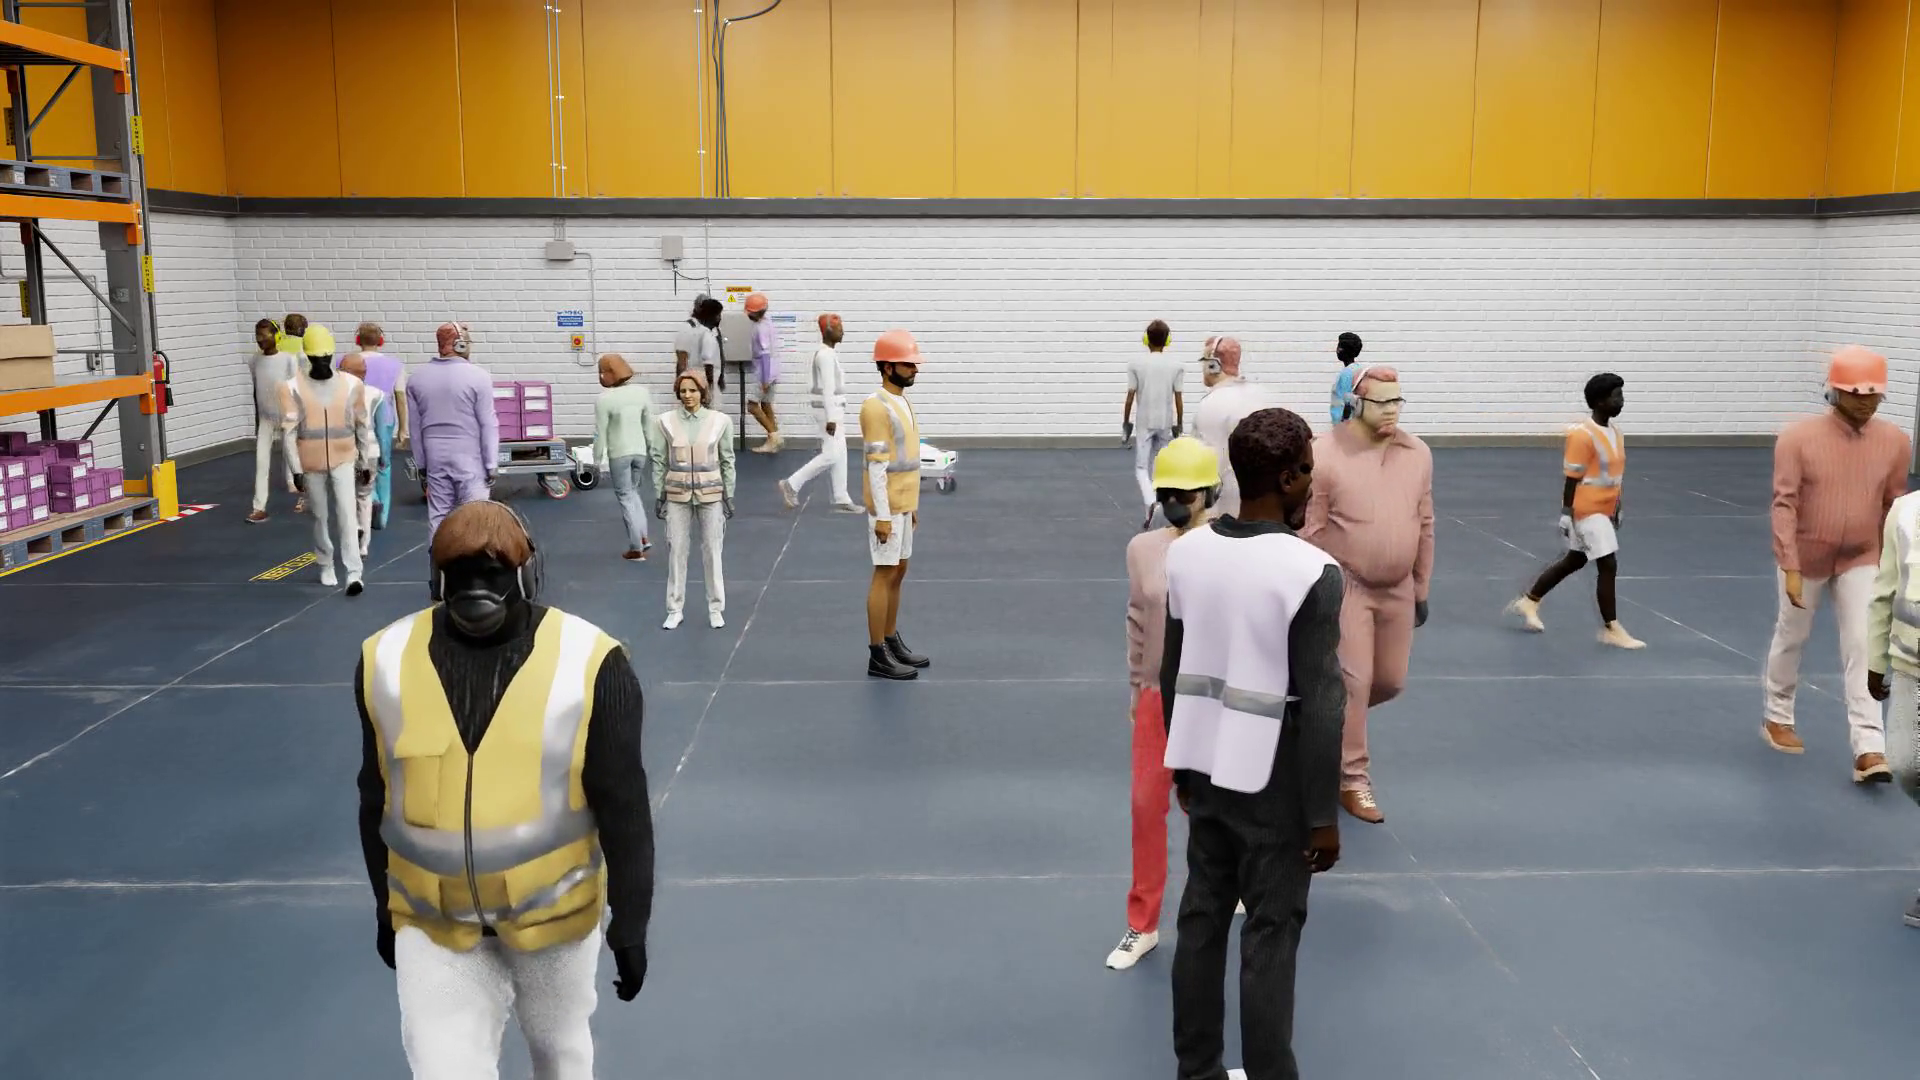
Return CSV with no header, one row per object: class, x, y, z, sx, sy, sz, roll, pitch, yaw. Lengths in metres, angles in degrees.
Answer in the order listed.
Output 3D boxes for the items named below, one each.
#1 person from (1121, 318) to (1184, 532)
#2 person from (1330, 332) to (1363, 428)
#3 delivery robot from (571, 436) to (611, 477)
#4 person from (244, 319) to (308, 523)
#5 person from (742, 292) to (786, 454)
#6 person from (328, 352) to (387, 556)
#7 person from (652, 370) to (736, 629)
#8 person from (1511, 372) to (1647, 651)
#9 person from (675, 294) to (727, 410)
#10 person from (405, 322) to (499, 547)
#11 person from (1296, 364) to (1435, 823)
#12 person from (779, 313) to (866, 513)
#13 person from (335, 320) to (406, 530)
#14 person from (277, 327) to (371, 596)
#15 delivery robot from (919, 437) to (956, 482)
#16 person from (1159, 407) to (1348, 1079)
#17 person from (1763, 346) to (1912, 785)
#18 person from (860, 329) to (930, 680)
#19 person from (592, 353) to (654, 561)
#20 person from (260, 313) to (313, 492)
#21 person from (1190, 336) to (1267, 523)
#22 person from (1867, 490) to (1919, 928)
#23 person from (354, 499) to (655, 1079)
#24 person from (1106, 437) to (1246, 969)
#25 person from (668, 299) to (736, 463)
person,1.653,-0.959,14.188,0.530,1.848,0.721,-1,9,-6
person,3.522,-1.038,15.125,0.320,1.698,0.531,3,10,20
delivery robot,-3.661,-0.862,17.255,0.707,0.478,0.477,-3,10,-16
person,-6.203,-1.095,15.113,0.540,1.823,0.971,1,9,8
person,-2.381,-1.993,20.097,0.445,1.998,0.653,0,9,2
person,-4.707,-0.647,12.979,0.519,1.623,0.485,-7,11,-35
person,-1.670,-0.251,10.475,0.518,1.639,0.312,-1,9,-4
person,3.769,-0.195,10.094,0.840,1.666,0.530,8,12,41
person,-3.067,-1.983,19.868,0.881,2.000,0.714,5,11,28
person,-3.464,-0.547,11.488,0.642,1.905,0.399,2,10,13
person,1.680,0.190,7.060,0.643,1.885,0.722,-3,10,-19
person,-1.263,-1.152,15.317,0.717,1.866,0.585,0,9,0
person,-5.051,-0.967,14.299,0.585,1.826,0.584,-5,11,-30
person,-4.420,-0.546,11.619,0.608,1.868,1.042,-5,10,-26
delivery robot,-0.406,-0.799,16.870,0.707,0.478,0.477,3,10,15
person,0.743,0.618,4.297,0.397,1.919,0.590,-6,11,-34
person,3.934,0.096,7.457,0.617,1.922,1.024,1,9,6
person,-0.352,-0.201,9.259,0.356,1.937,0.552,2,10,14
person,-2.611,-0.640,12.902,0.417,1.613,0.525,8,13,42
person,-6.793,-1.411,17.087,0.655,1.807,0.696,1,9,6
person,1.487,-0.217,9.517,0.436,1.892,0.651,8,12,41
person,3.518,0.419,5.839,0.659,1.812,0.604,-8,12,-41
person,-0.982,0.797,3.605,0.649,1.791,0.980,-1,9,-3
person,0.814,0.503,5.594,0.553,1.730,0.858,7,11,36
person,-3.024,-1.822,19.234,0.817,1.929,0.630,-5,11,-29
